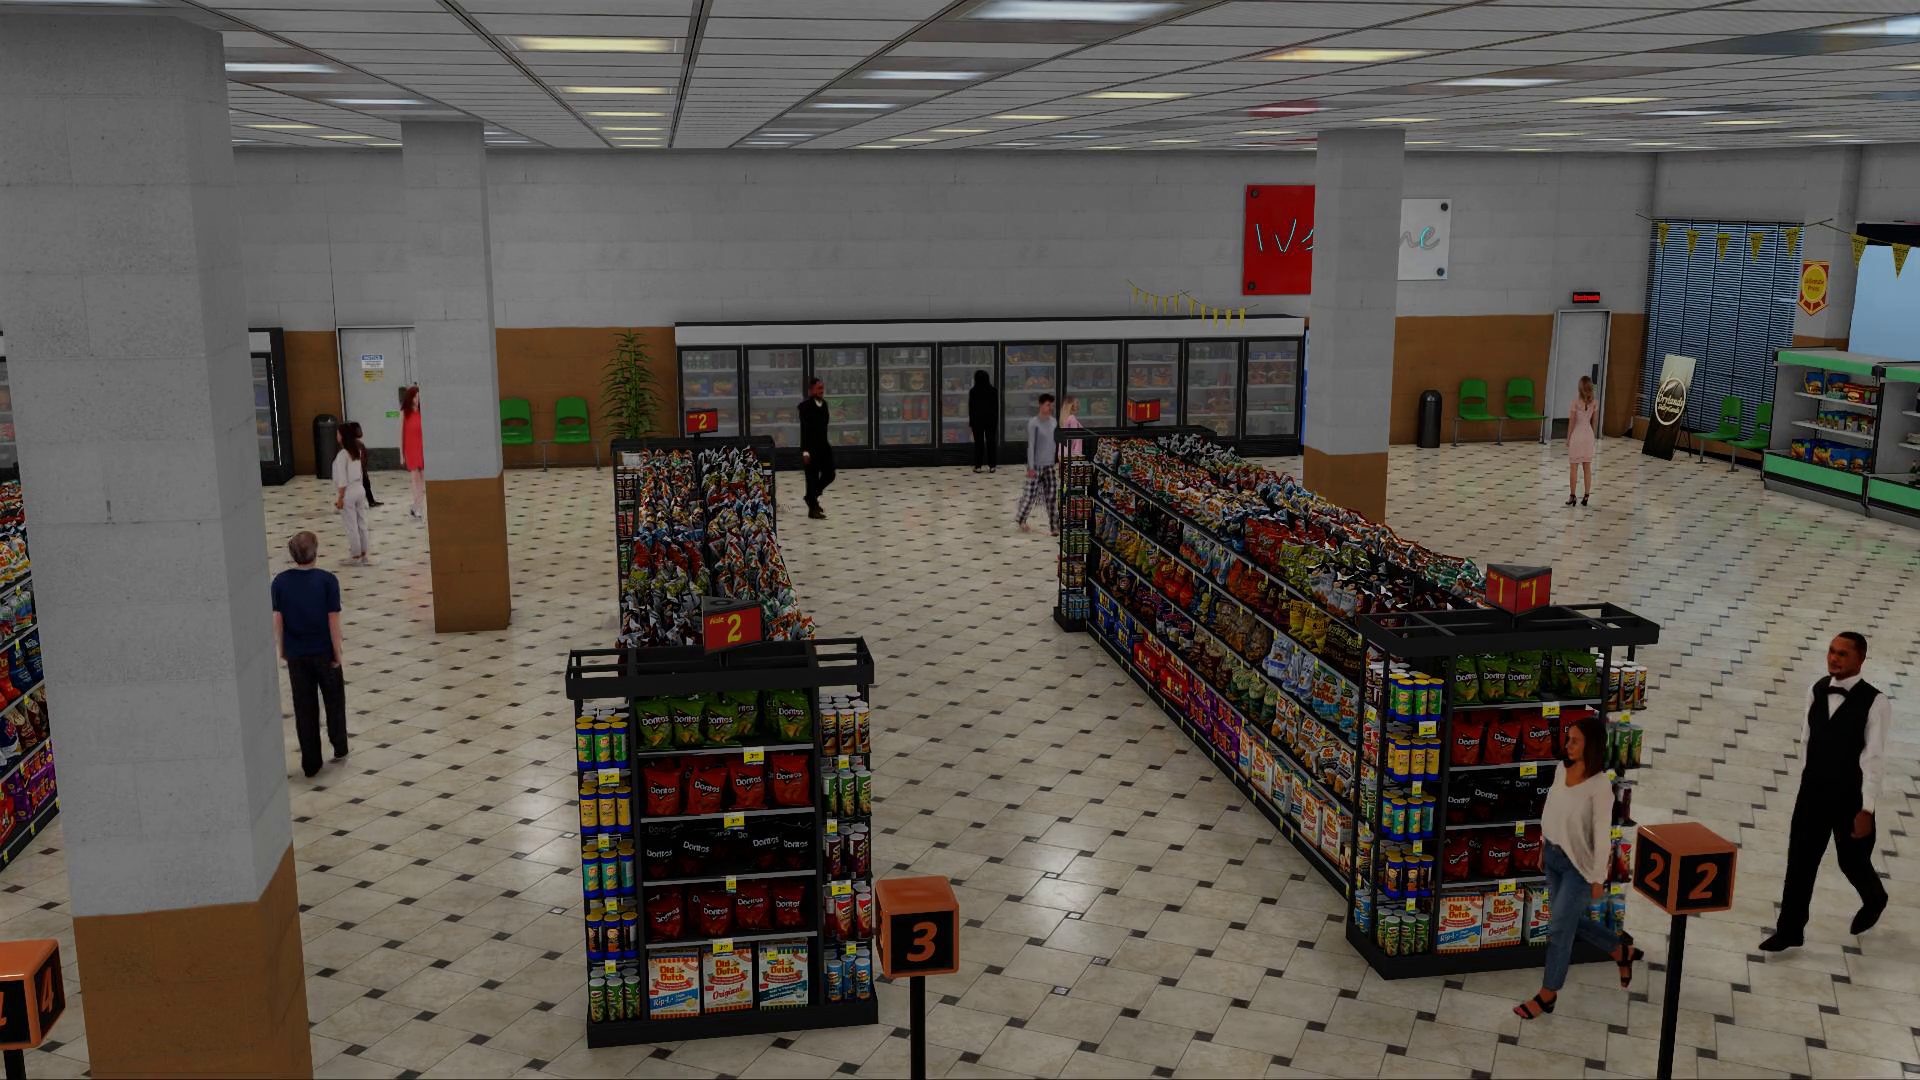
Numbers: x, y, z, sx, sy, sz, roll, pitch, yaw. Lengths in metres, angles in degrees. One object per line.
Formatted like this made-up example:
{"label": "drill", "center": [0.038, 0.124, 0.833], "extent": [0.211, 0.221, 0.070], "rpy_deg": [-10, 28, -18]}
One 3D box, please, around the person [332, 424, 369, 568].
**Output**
{"label": "person", "center": [-7.178, -0.537, 19.617], "extent": [0.724, 1.688, 0.587], "rpy_deg": [2, 12, 9]}

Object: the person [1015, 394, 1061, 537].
{"label": "person", "center": [0.973, -0.939, 21.288], "extent": [1.001, 1.786, 1.306], "rpy_deg": [-7, 14, -31]}

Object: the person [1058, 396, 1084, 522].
{"label": "person", "center": [1.455, -1.104, 22.307], "extent": [0.696, 1.688, 0.536], "rpy_deg": [-5, 13, -20]}

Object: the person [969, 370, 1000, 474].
{"label": "person", "center": [0.375, -1.861, 26.090], "extent": [0.622, 1.612, 0.605], "rpy_deg": [-2, 12, -9]}

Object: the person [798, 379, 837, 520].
{"label": "person", "center": [-2.019, -1.224, 22.390], "extent": [0.948, 1.890, 0.891], "rpy_deg": [10, 15, 39]}

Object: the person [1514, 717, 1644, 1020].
{"label": "person", "center": [3.349, 1.741, 8.871], "extent": [0.685, 1.659, 0.914], "rpy_deg": [-2, 12, -9]}

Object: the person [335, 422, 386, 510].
{"label": "person", "center": [-8.349, -0.990, 22.870], "extent": [0.834, 1.233, 0.923], "rpy_deg": [-8, 14, -34]}

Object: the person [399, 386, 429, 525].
{"label": "person", "center": [-7.268, -1.135, 22.192], "extent": [0.926, 1.797, 1.065], "rpy_deg": [-10, 16, -41]}

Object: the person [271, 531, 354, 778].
{"label": "person", "center": [-4.892, 0.878, 12.493], "extent": [0.692, 1.854, 0.804], "rpy_deg": [-3, 12, -14]}

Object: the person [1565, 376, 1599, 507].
{"label": "person", "center": [8.716, -1.387, 23.311], "extent": [0.594, 1.829, 0.526], "rpy_deg": [-1, 12, -4]}

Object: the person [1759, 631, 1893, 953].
{"label": "person", "center": [5.157, 1.464, 9.631], "extent": [1.034, 1.886, 1.265], "rpy_deg": [-7, 14, -29]}
